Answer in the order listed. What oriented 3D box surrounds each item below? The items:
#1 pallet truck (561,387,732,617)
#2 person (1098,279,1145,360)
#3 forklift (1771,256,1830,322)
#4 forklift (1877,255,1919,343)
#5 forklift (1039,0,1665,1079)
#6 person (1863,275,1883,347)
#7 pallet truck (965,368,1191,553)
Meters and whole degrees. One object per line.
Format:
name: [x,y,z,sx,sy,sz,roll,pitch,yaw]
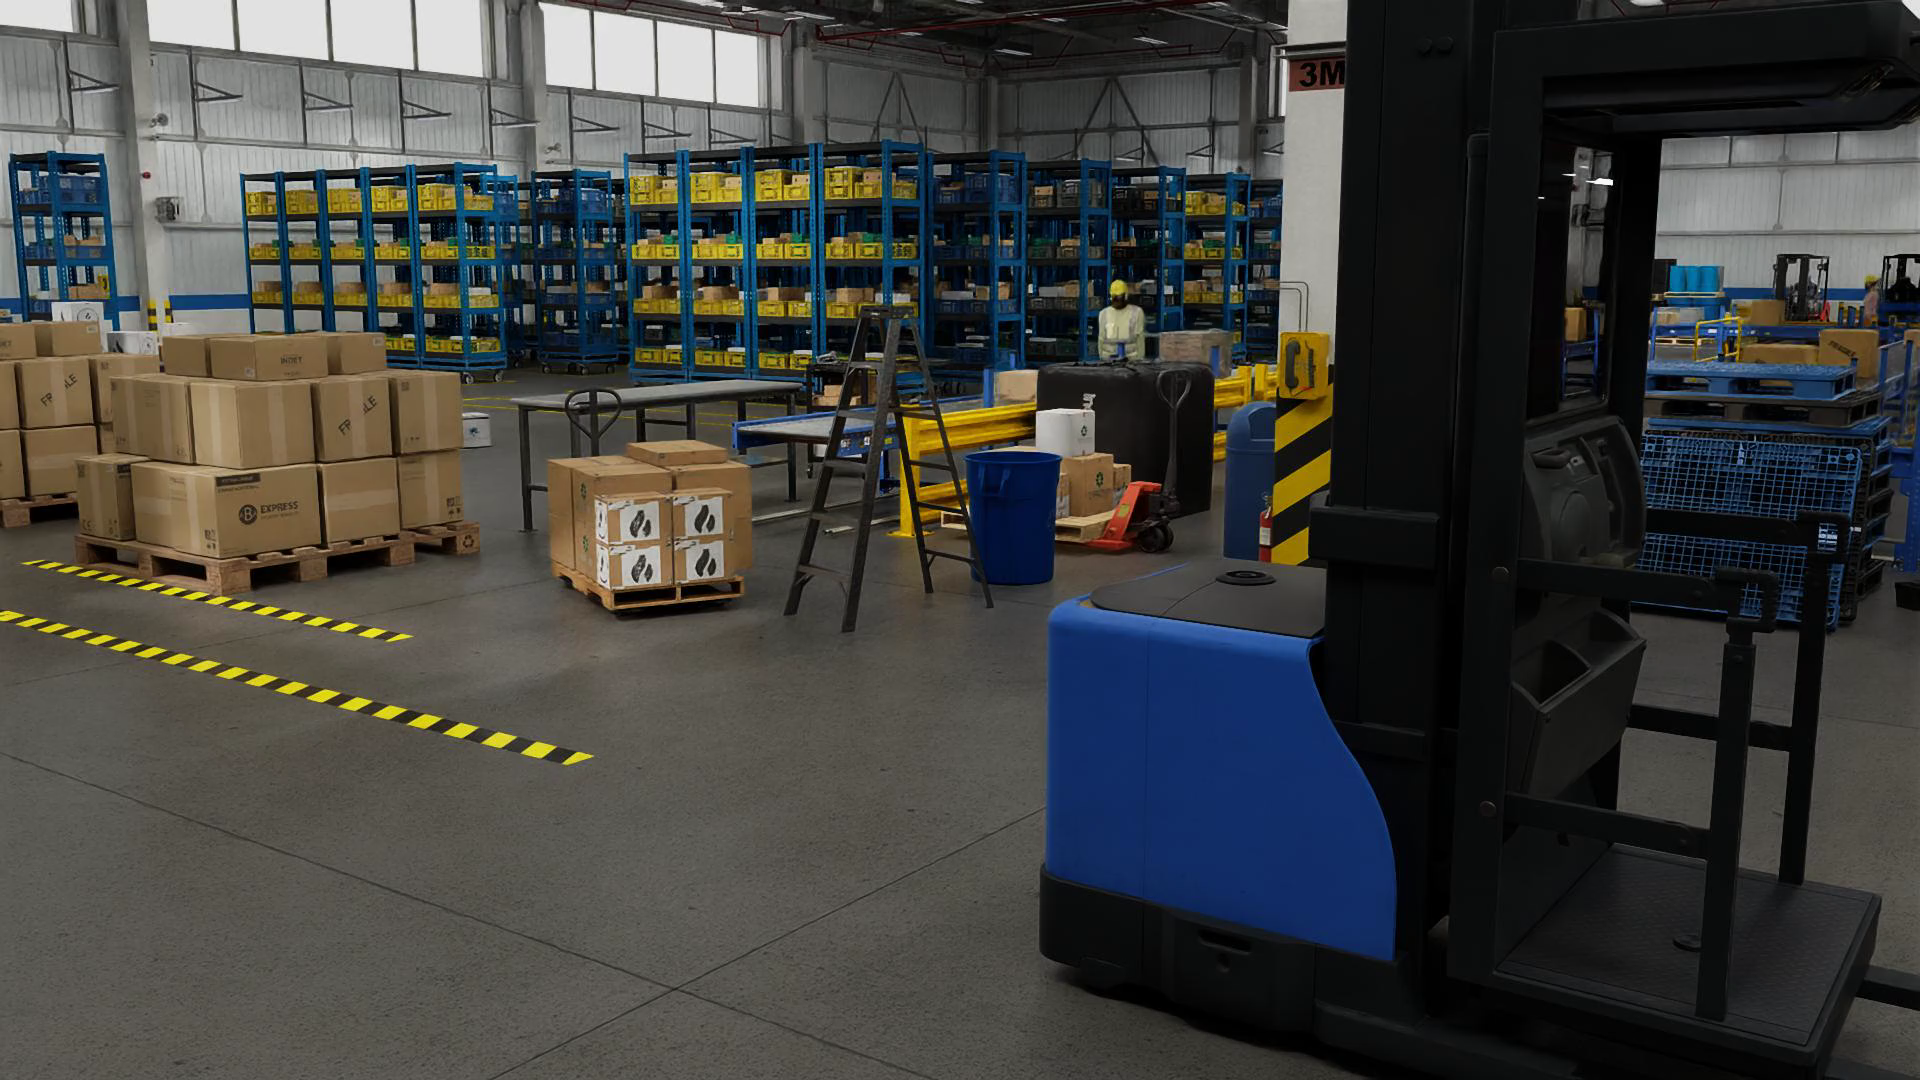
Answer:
pallet truck: [-1.981,-0.274,10.088,0.680,1.201,1.601,-5,11,-28]
person: [1.941,-2.216,19.912,0.592,1.817,0.721,3,10,17]
forklift: [20.253,-5.854,40.139,1.157,1.987,2.680,7,12,35]
forklift: [22.089,-5.634,38.796,1.157,1.987,2.680,6,11,33]
forklift: [1.249,-0.137,4.360,1.873,2.768,1.129,7,12,35]
person: [18.105,-4.383,33.008,0.537,1.748,0.535,1,10,5]
pallet truck: [0.845,-0.609,11.869,1.630,1.274,0.653,7,12,35]
